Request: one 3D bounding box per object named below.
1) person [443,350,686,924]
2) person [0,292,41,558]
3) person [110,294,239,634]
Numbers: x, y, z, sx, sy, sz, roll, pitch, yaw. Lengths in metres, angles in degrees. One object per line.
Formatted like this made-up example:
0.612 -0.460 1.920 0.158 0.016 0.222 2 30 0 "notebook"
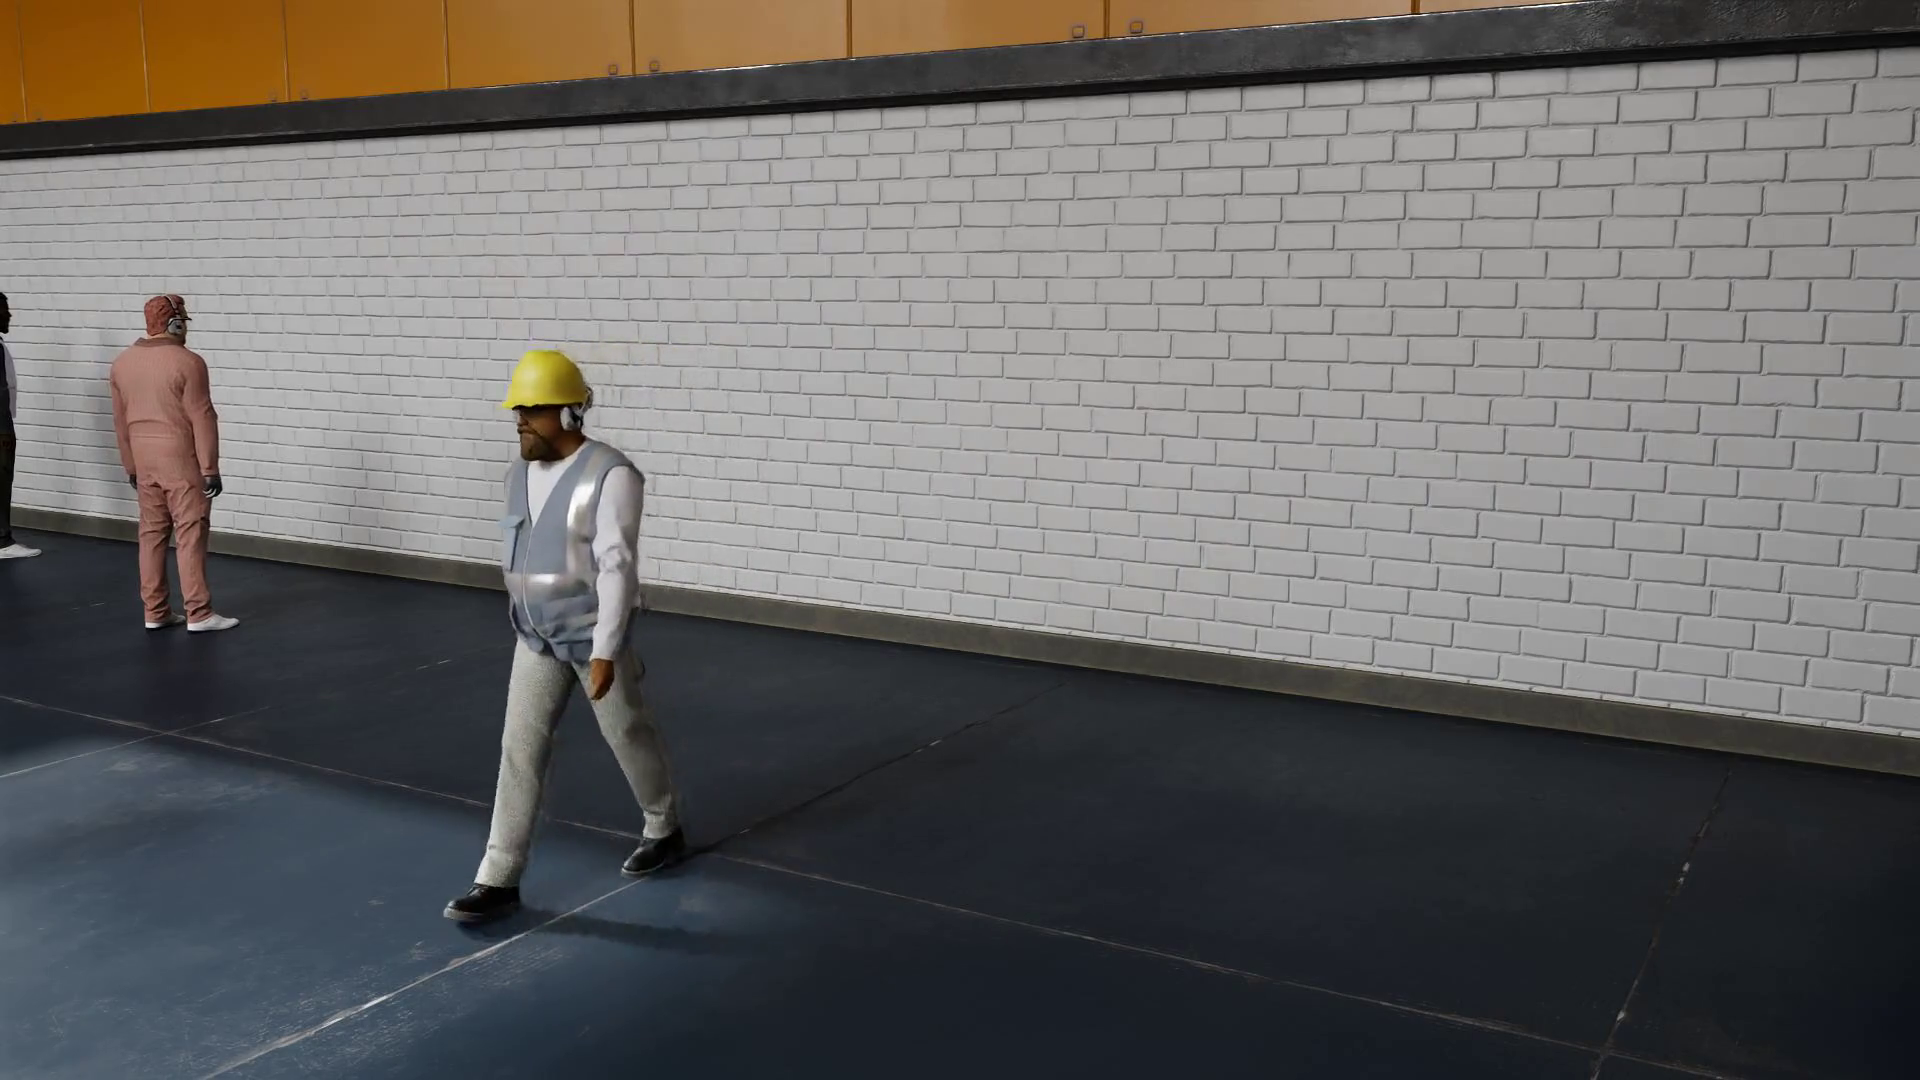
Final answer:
-1.236 0.287 5.342 0.597 1.792 0.926 6 11 31 "person"
-6.892 -0.826 11.855 0.375 1.917 0.597 -9 12 -43 "person"
-4.423 -0.424 9.385 0.645 1.907 0.400 3 10 20 "person"
